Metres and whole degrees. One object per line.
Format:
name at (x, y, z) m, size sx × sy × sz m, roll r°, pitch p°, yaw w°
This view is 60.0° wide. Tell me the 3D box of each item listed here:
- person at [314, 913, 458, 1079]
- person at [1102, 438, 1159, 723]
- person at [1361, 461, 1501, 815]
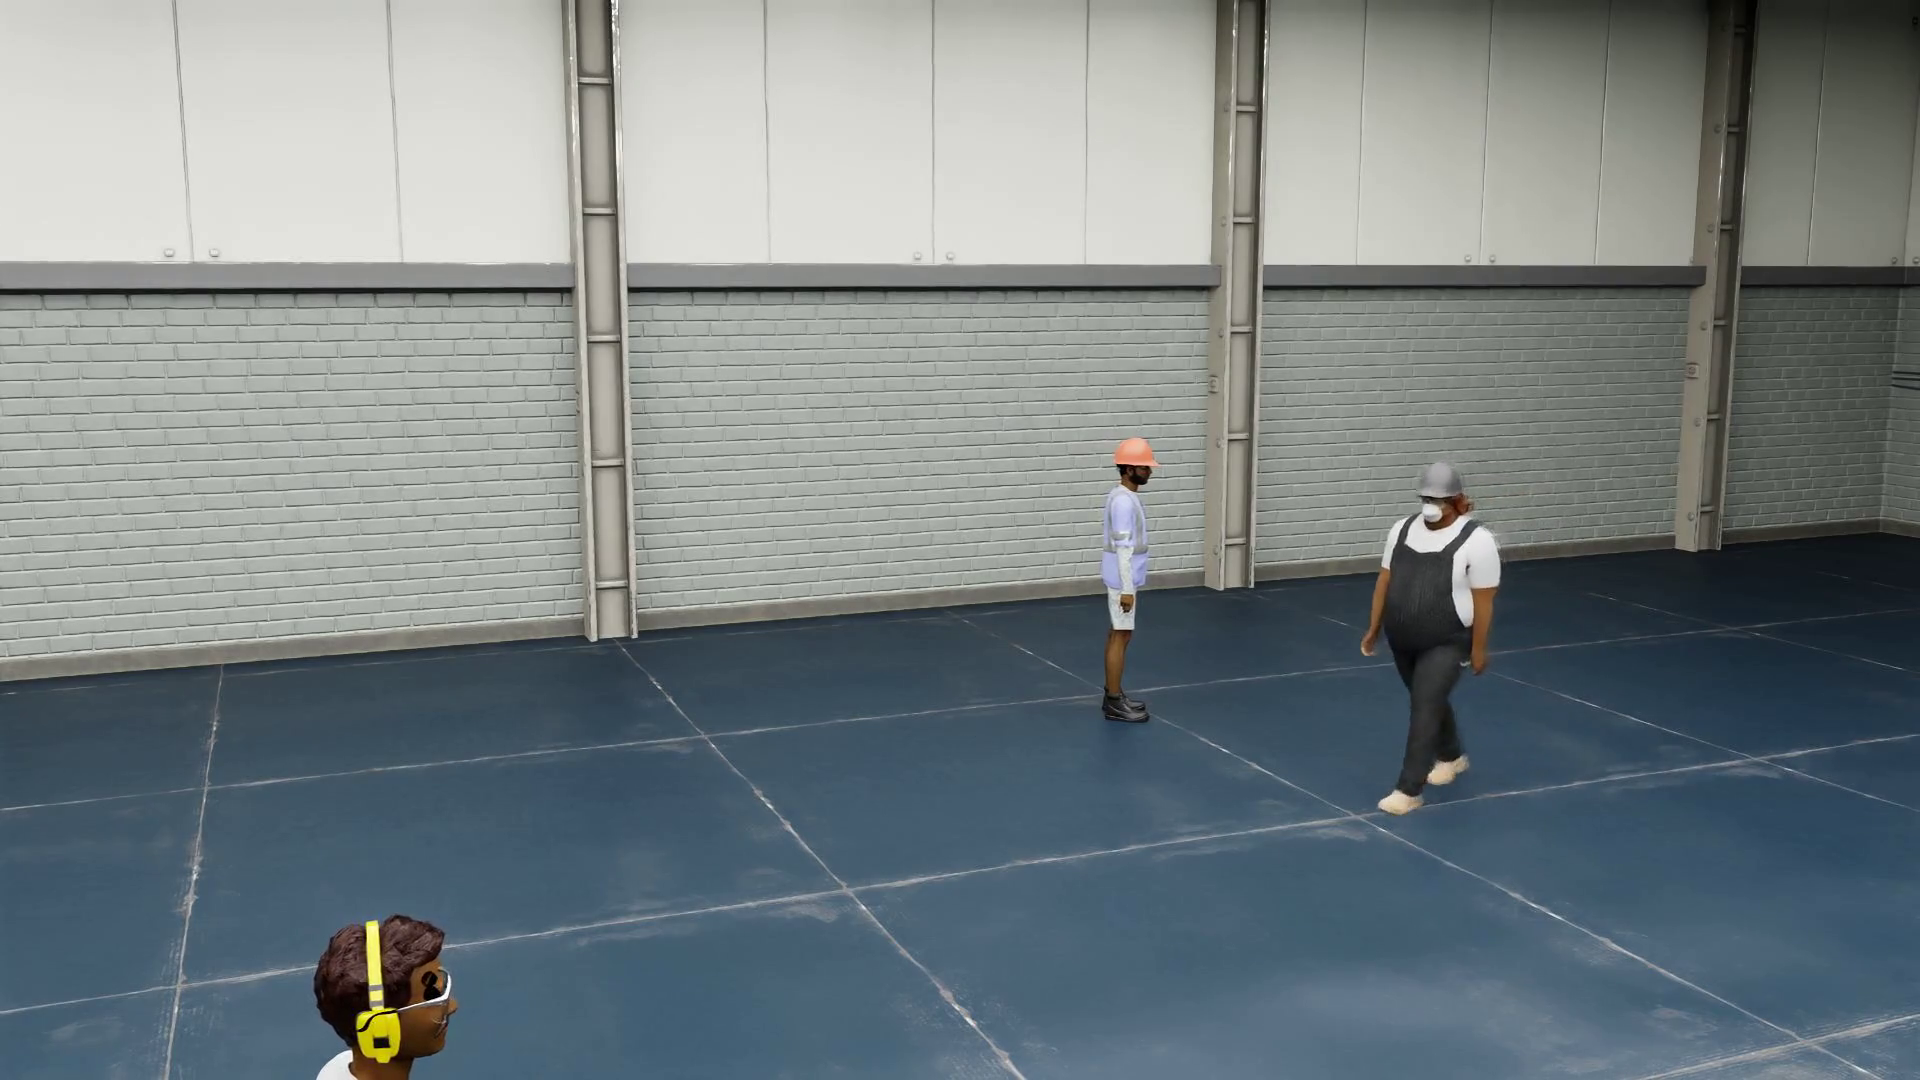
person at (-1.054, 1.607, 3.155) m, size 0.328 × 1.873 × 0.519 m, roll -5°, pitch 10°, yaw -27°
person at (1.157, 0.266, 11.368) m, size 0.379 × 1.937 × 0.548 m, roll 1°, pitch 9°, yaw 5°
person at (2.729, 0.495, 9.610) m, size 1.008 × 2.000 × 0.686 m, roll -7°, pitch 11°, yaw -36°
